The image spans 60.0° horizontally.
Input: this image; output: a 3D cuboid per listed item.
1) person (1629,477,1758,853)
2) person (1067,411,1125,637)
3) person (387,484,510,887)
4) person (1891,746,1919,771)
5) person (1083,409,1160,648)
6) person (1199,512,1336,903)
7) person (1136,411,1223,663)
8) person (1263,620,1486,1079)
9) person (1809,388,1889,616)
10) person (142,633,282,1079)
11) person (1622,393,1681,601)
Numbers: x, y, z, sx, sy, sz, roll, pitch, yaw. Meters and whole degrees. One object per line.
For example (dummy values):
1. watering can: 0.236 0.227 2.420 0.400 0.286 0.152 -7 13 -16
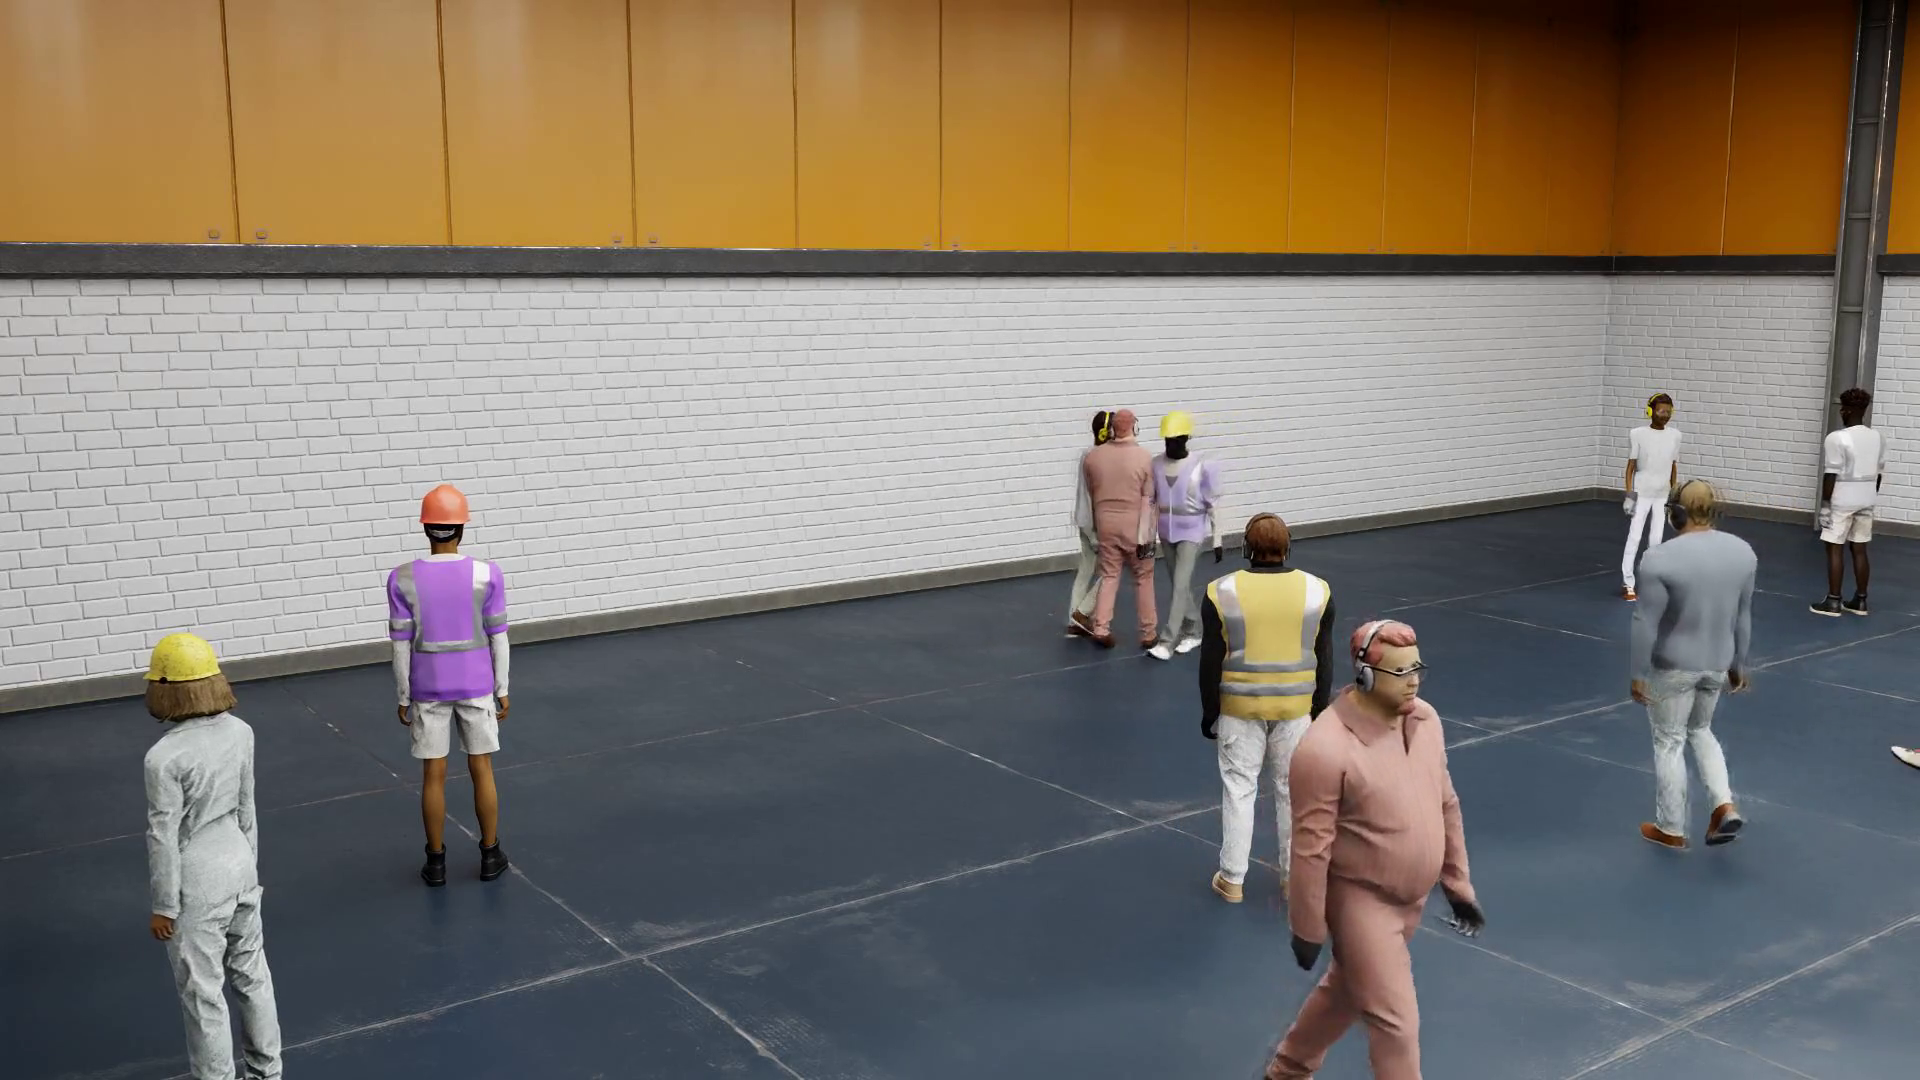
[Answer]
1. person: 3.682 0.645 8.369 0.648 1.920 0.495 -2 9 -13
2. person: 1.071 -0.107 13.255 0.469 1.841 0.666 -1 9 -9
3. person: -2.439 0.699 7.989 0.545 1.938 0.361 -3 10 -15
4. person: 5.919 0.561 9.478 0.522 1.724 0.909 -8 12 -39
5. person: 1.252 -0.071 12.963 0.658 1.887 0.641 5 10 27
6. person: 1.416 0.783 7.765 0.627 1.846 0.429 0 9 -1
7. person: 1.598 -0.022 12.559 0.621 1.883 0.943 8 12 40
8. person: 1.344 1.158 5.414 0.647 1.865 0.980 -8 13 -42
9. person: 7.597 -0.318 14.217 0.618 1.957 0.380 -3 10 -17
10. person: -2.594 1.172 5.706 0.333 1.733 0.480 2 9 12
11. person: 6.188 -0.382 14.869 0.517 1.871 0.328 -1 9 -6
